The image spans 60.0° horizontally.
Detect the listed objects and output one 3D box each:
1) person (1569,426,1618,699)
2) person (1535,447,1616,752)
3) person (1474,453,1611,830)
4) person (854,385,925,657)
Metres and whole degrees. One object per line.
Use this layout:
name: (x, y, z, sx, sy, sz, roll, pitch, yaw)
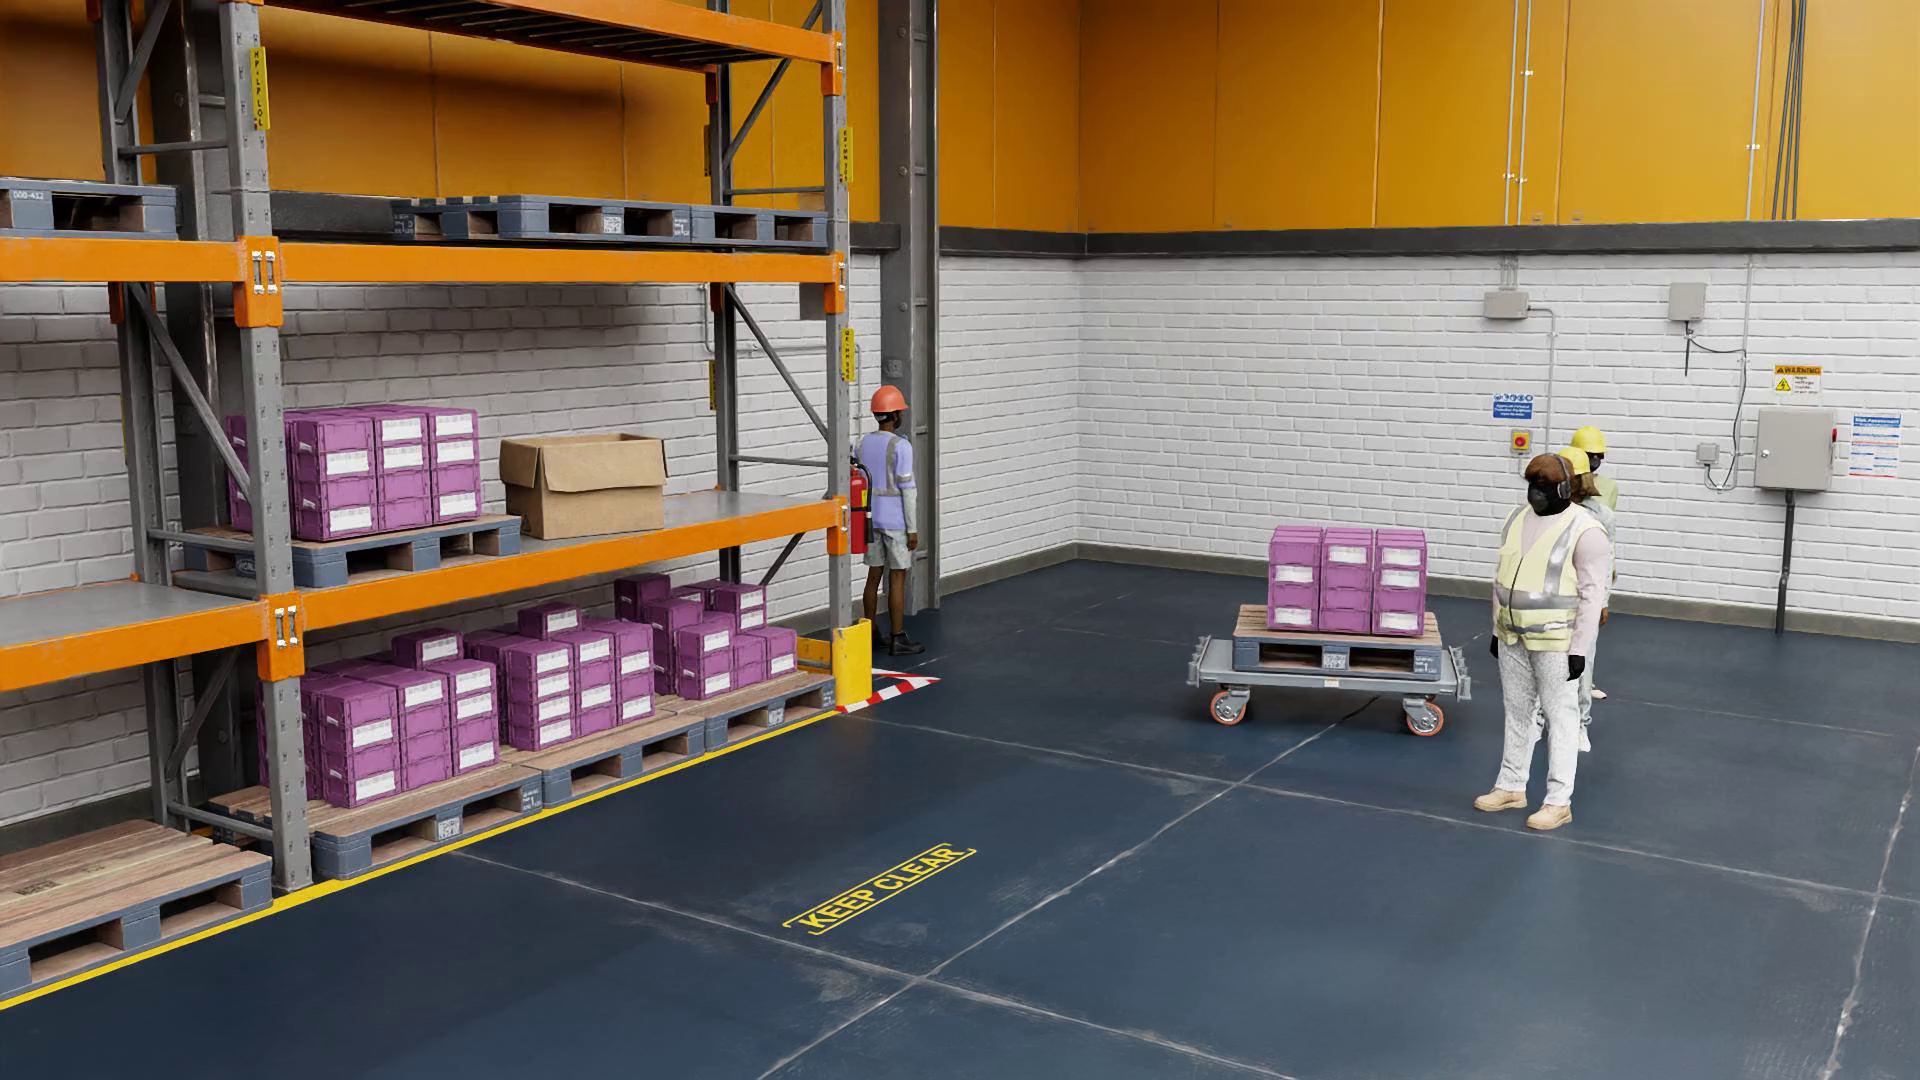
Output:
person: (3.963, 0.152, 10.622, 0.523, 1.769, 0.314, -2, 9, -16)
person: (3.455, 0.337, 9.491, 0.492, 1.744, 0.295, 4, 9, 22)
person: (2.856, 0.487, 8.200, 0.429, 1.844, 0.627, -5, 10, -29)
person: (-0.507, -0.137, 11.928, 0.545, 1.942, 0.354, 8, 12, 41)
